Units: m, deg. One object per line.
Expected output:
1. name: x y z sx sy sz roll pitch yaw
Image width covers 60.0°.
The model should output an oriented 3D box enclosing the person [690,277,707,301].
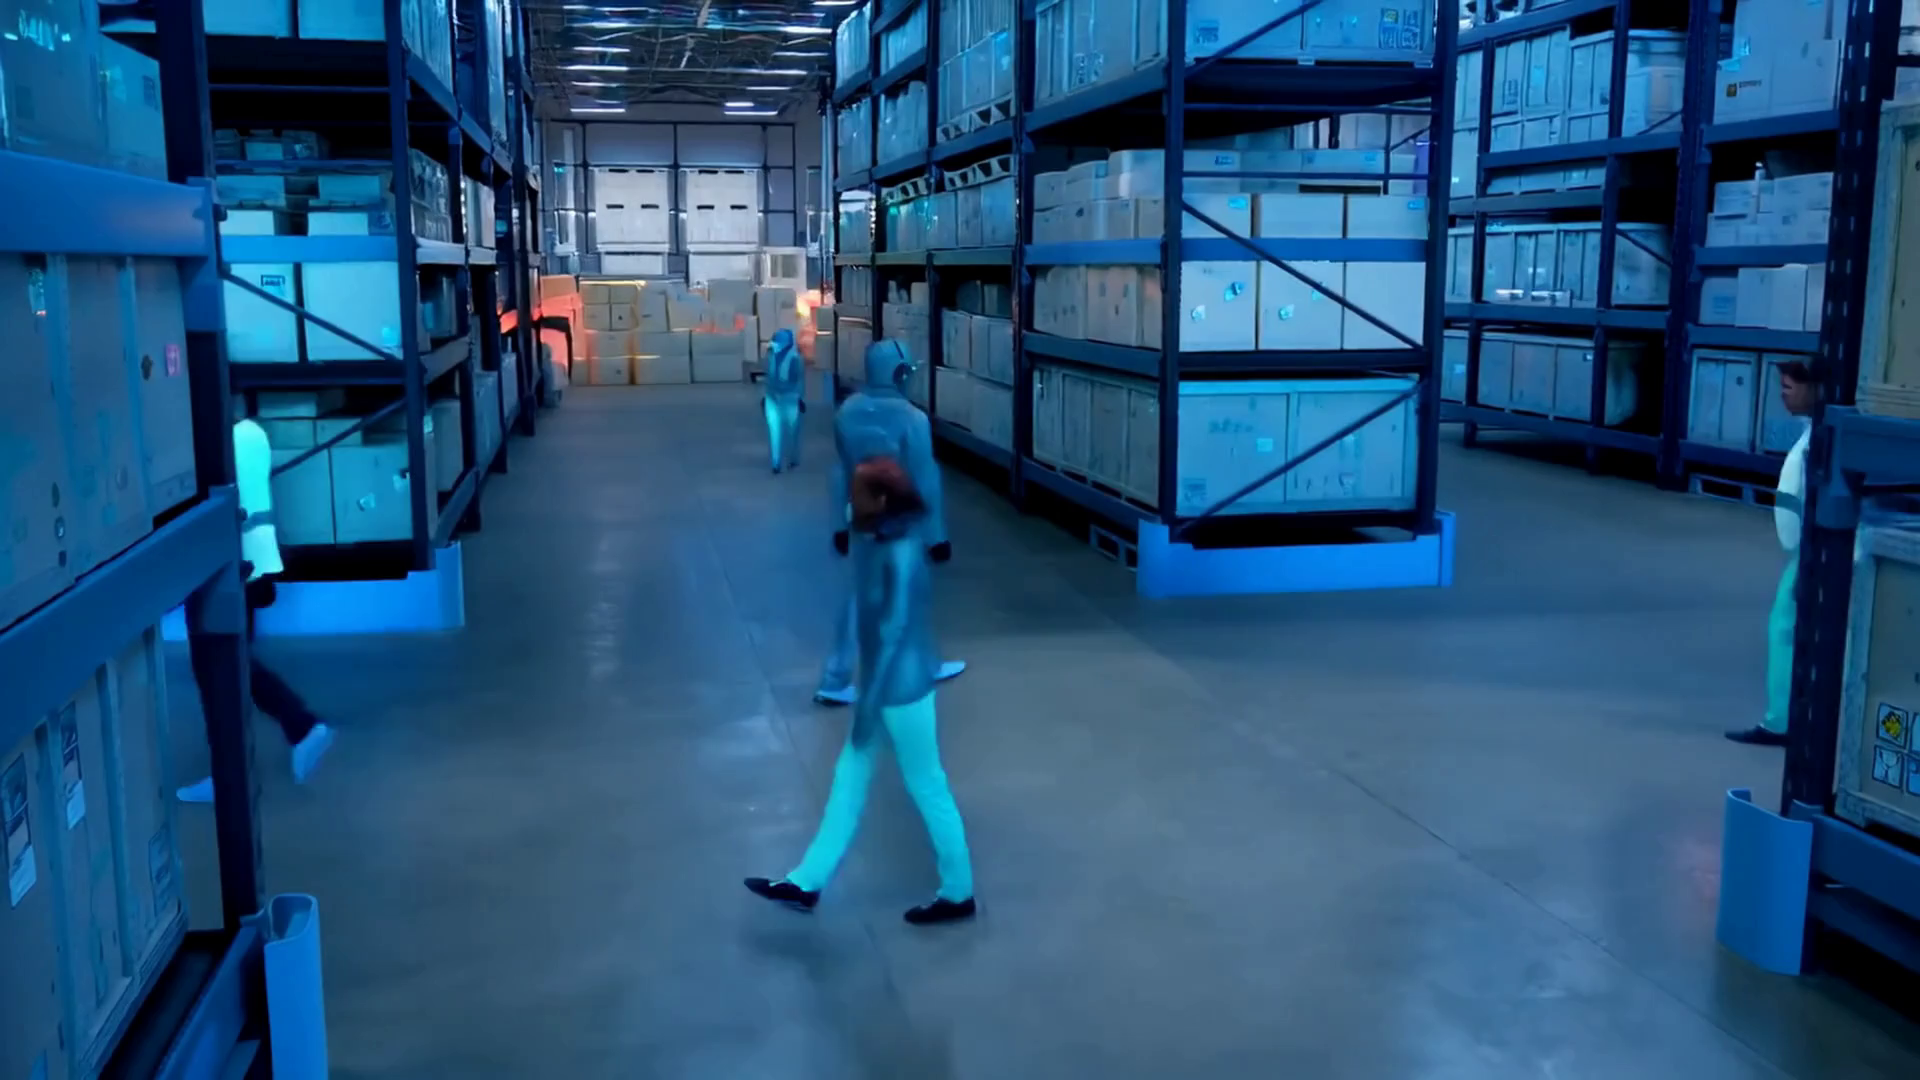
1. person: -8.245 -7.407 52.887 0.665 1.918 0.539 -5 10 -26

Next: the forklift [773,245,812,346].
1. forklift: -4.787 -6.907 46.924 1.129 2.768 1.873 1 9 5

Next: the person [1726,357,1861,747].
1. person: 3.951 0.077 7.592 0.639 1.820 0.564 5 10 26

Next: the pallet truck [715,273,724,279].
1. pallet truck: -8.580 -8.986 62.280 1.885 1.965 0.823 1 9 5

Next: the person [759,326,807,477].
1. person: -1.895 -1.508 17.921 0.523 1.597 0.783 1 9 6

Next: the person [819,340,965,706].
1. person: -0.348 -0.093 8.531 1.021 1.853 0.655 -8 12 -39

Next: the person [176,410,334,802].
1. person: -2.970 0.156 6.816 0.531 1.903 0.603 1 9 4

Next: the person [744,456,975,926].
1. person: -0.323 0.522 5.519 0.818 1.589 0.526 -1 9 -9
